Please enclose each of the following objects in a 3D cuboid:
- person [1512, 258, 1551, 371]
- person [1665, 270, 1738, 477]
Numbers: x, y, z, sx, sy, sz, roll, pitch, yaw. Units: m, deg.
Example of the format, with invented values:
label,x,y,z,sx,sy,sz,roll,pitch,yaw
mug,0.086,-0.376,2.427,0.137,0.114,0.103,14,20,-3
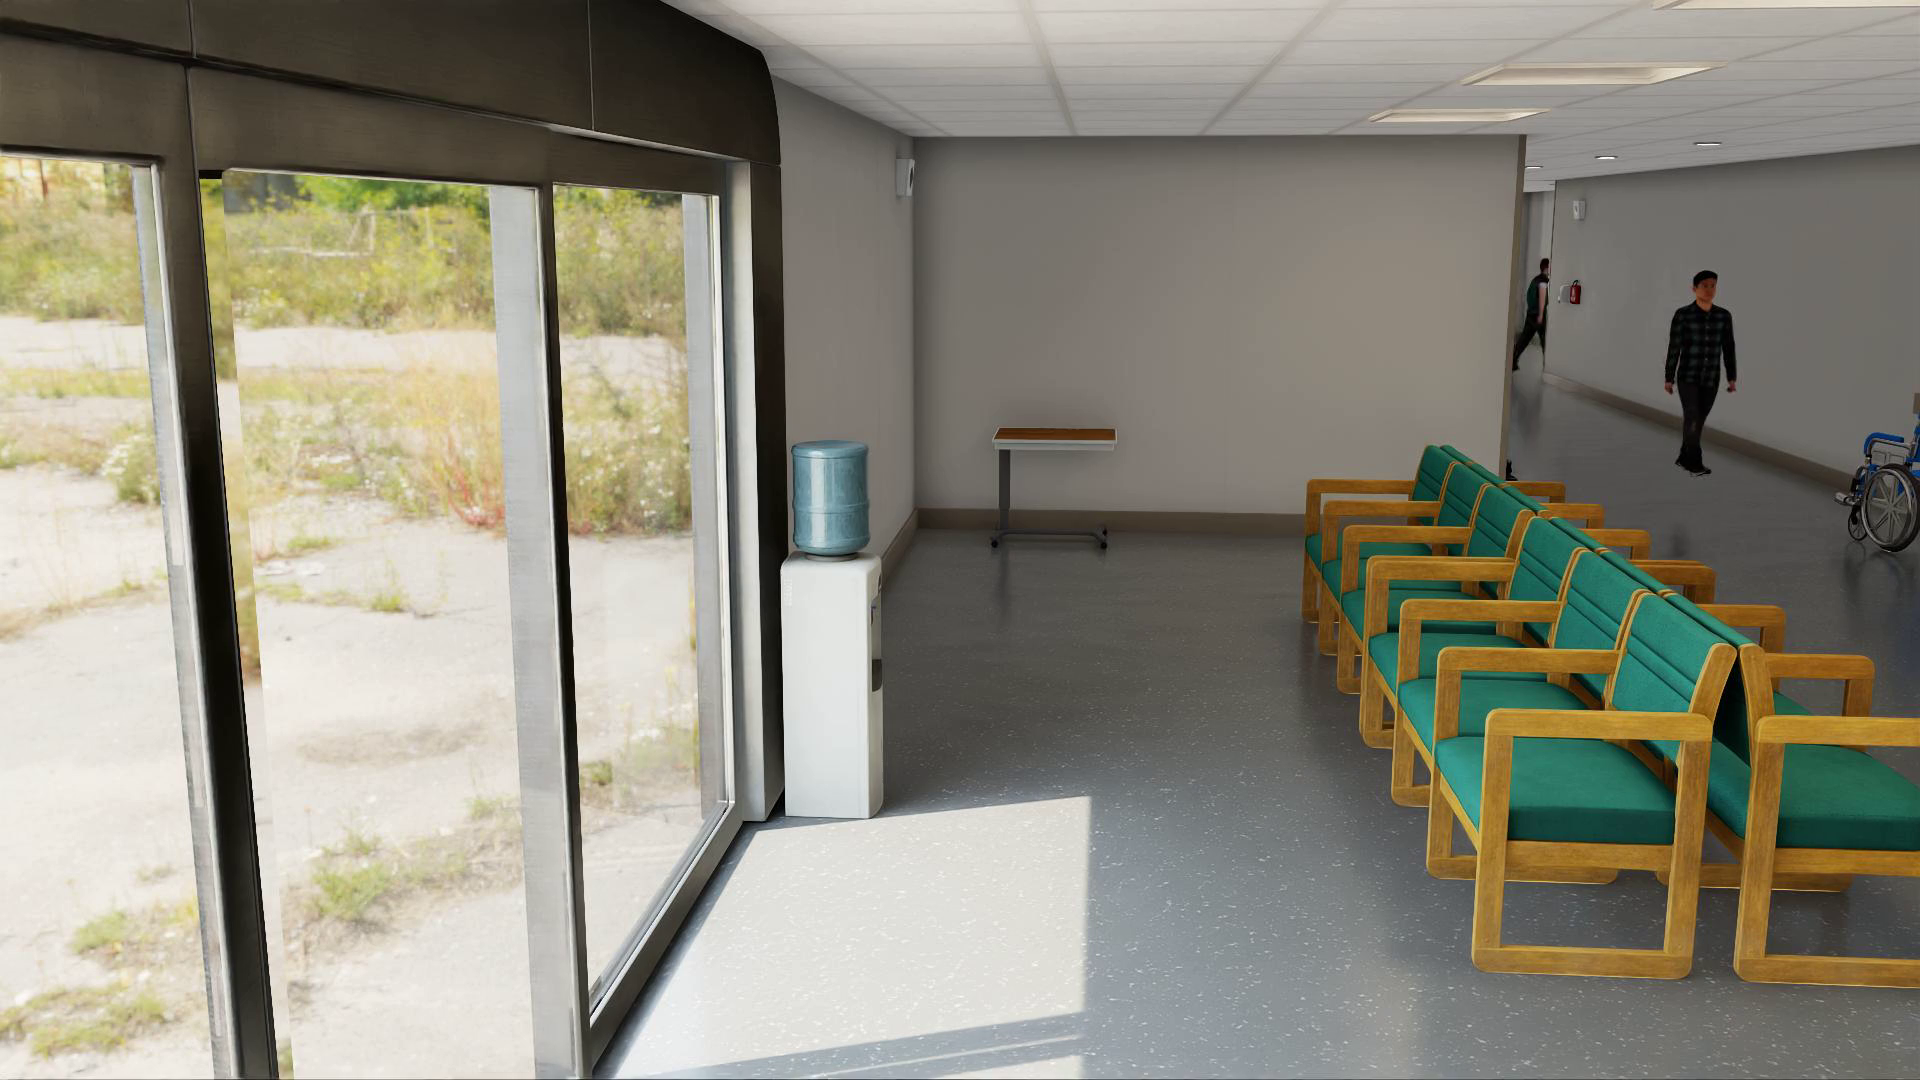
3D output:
label,x,y,z,sx,sy,sz,roll,pitch,yaw
person,9.012,-3.489,26.164,1.212,1.783,0.852,-2,11,-8
person,6.108,-1.363,13.785,1.019,1.681,0.762,0,11,2
